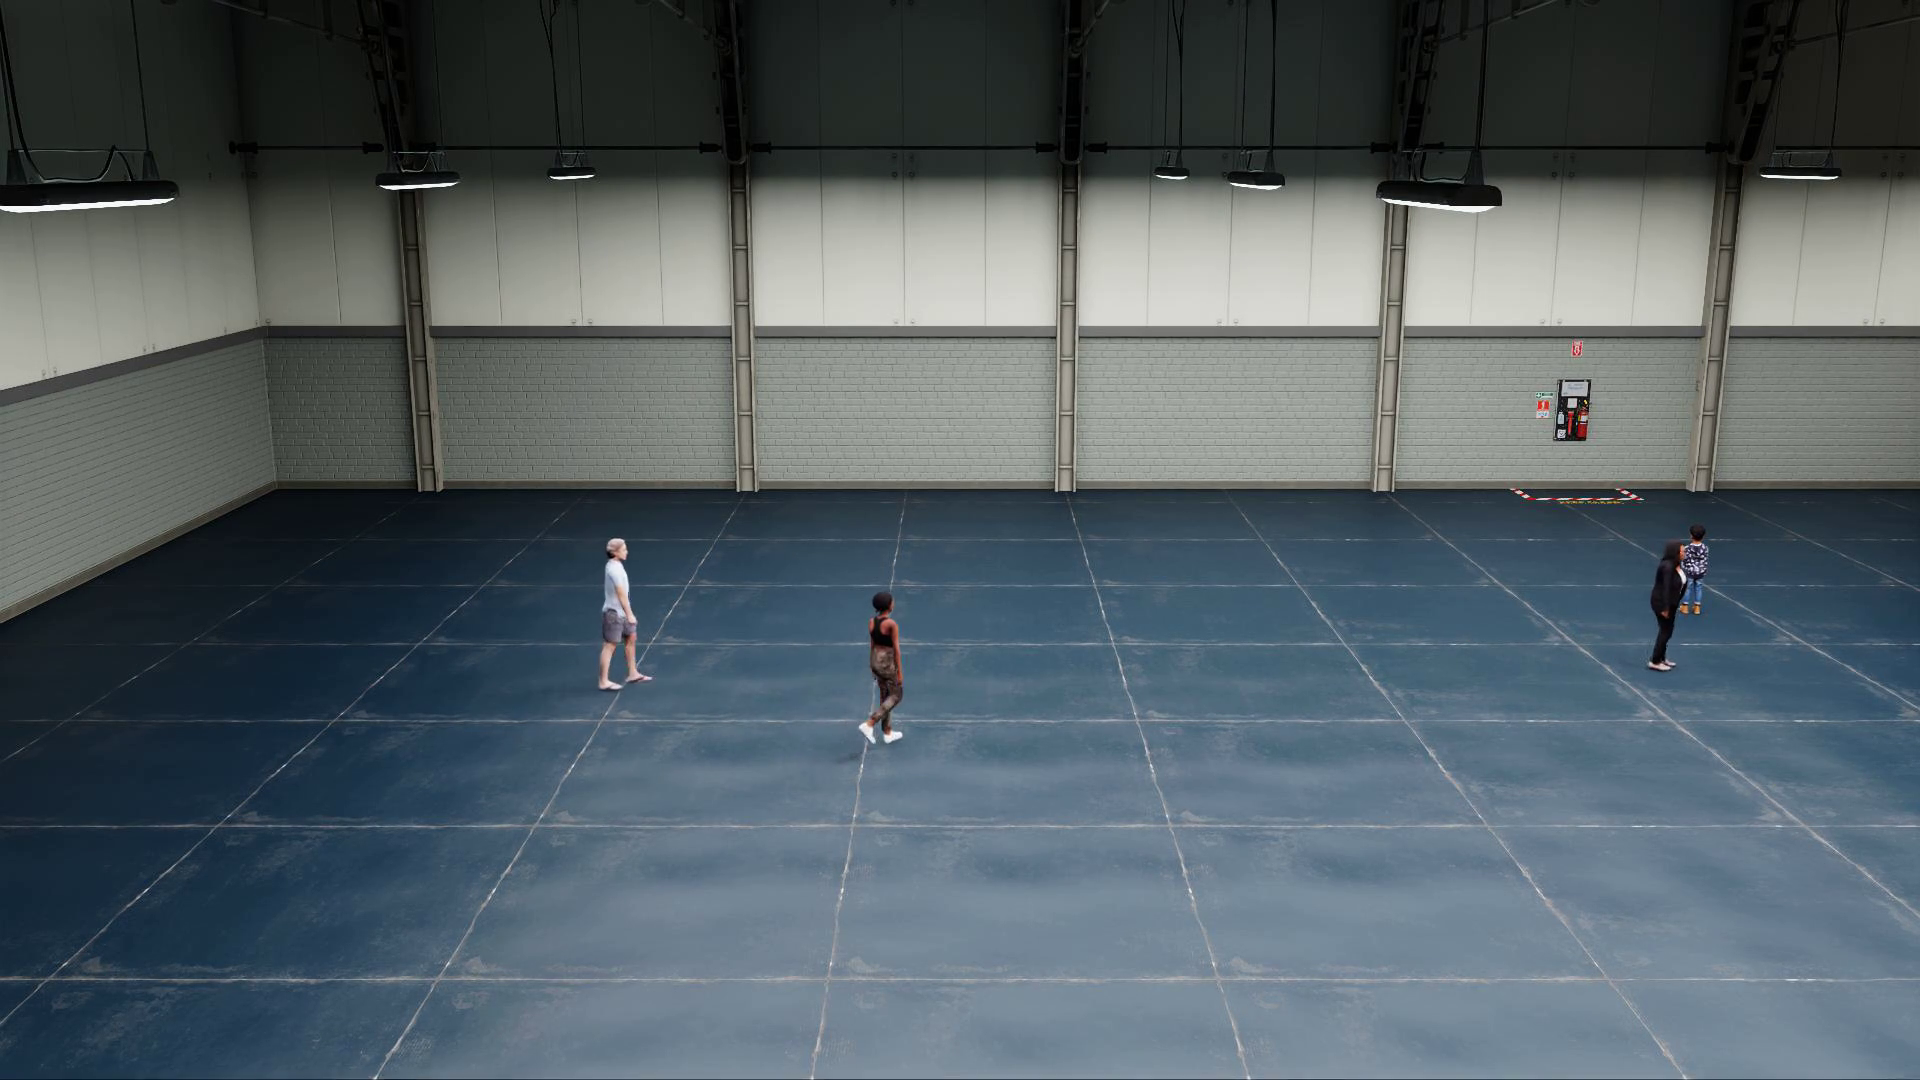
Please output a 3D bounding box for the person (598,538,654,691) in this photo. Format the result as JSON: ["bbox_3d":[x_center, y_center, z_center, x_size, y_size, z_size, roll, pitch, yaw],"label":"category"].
[{"bbox_3d":[-4.131,0.887,19.516,0.877,1.808,0.708,-1,13,-5],"label":"person"}]

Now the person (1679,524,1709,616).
[{"bbox_3d":[10.105,0.395,22.874,0.478,1.252,0.588,3,13,11],"label":"person"}]

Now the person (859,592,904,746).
[{"bbox_3d":[-0.845,1.393,17.608,0.910,1.683,0.971,13,18,43],"label":"person"}]

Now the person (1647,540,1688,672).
[{"bbox_3d":[8.621,0.787,20.404,0.780,1.602,0.768,8,15,30],"label":"person"}]
